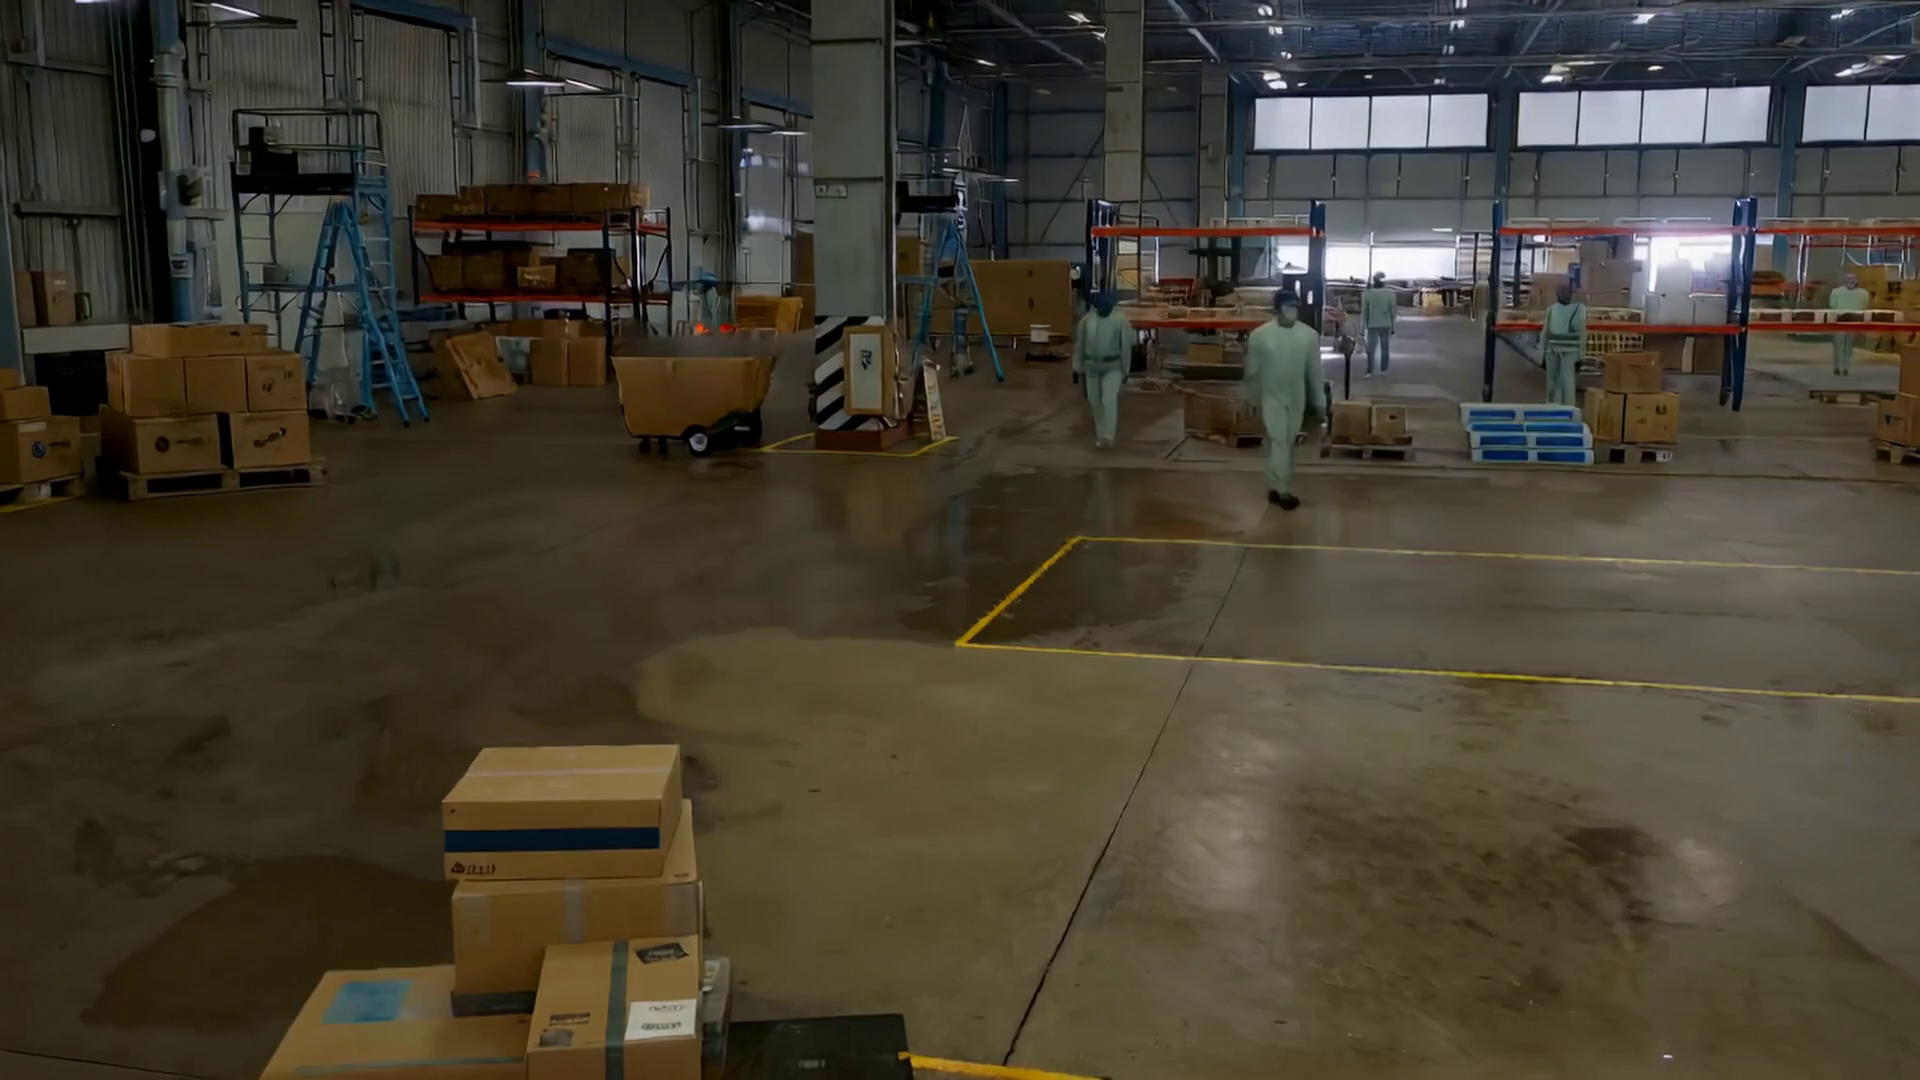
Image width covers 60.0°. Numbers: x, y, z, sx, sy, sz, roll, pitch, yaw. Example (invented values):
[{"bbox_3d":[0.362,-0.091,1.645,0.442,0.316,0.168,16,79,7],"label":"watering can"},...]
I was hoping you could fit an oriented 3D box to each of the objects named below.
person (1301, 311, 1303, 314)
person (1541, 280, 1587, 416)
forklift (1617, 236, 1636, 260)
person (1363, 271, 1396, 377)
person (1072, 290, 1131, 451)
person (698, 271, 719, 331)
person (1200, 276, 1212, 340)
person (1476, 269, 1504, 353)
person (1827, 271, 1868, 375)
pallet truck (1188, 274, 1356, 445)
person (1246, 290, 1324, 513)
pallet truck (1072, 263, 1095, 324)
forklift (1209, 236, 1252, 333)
[{"bbox_3d":[6.704,-4.092,31.863,0.485,1.739,0.320,-8,13,-40],"label":"person"},{"bbox_3d":[7.899,-2.458,21.799,0.362,1.886,0.576,-8,13,-40],"label":"person"},{"bbox_3d":[20.445,-7.957,51.256,1.873,2.768,1.129,5,11,29],"label":"forklift"},{"bbox_3d":[7.666,-3.947,30.434,0.591,1.930,0.357,1,10,6],"label":"person"},{"bbox_3d":[1.580,-1.912,18.819,0.629,1.808,0.845,3,10,19],"label":"person"},{"bbox_3d":[-4.465,-3.792,29.506,0.364,1.934,0.553,0,10,-2],"label":"person"},{"bbox_3d":[6.499,-6.113,43.881,0.318,1.696,0.532,3,10,15],"label":"person"},{"bbox_3d":[12.118,-5.253,38.134,0.625,1.927,0.505,1,10,5],"label":"person"},{"bbox_3d":[16.467,-4.022,30.884,0.649,1.928,0.519,3,10,18],"label":"person"},{"bbox_3d":[3.653,-2.138,19.590,1.885,1.965,0.823,-4,10,-20],"label":"pallet truck"},{"bbox_3d":[2.830,-1.193,14.338,0.654,1.885,1.000,-1,10,-8],"label":"person"},{"bbox_3d":[4.325,-8.180,55.162,0.823,1.965,1.885,6,11,31],"label":"pallet truck"},{"bbox_3d":[7.492,-7.258,47.139,1.873,2.768,1.129,-9,13,-44],"label":"forklift"}]
